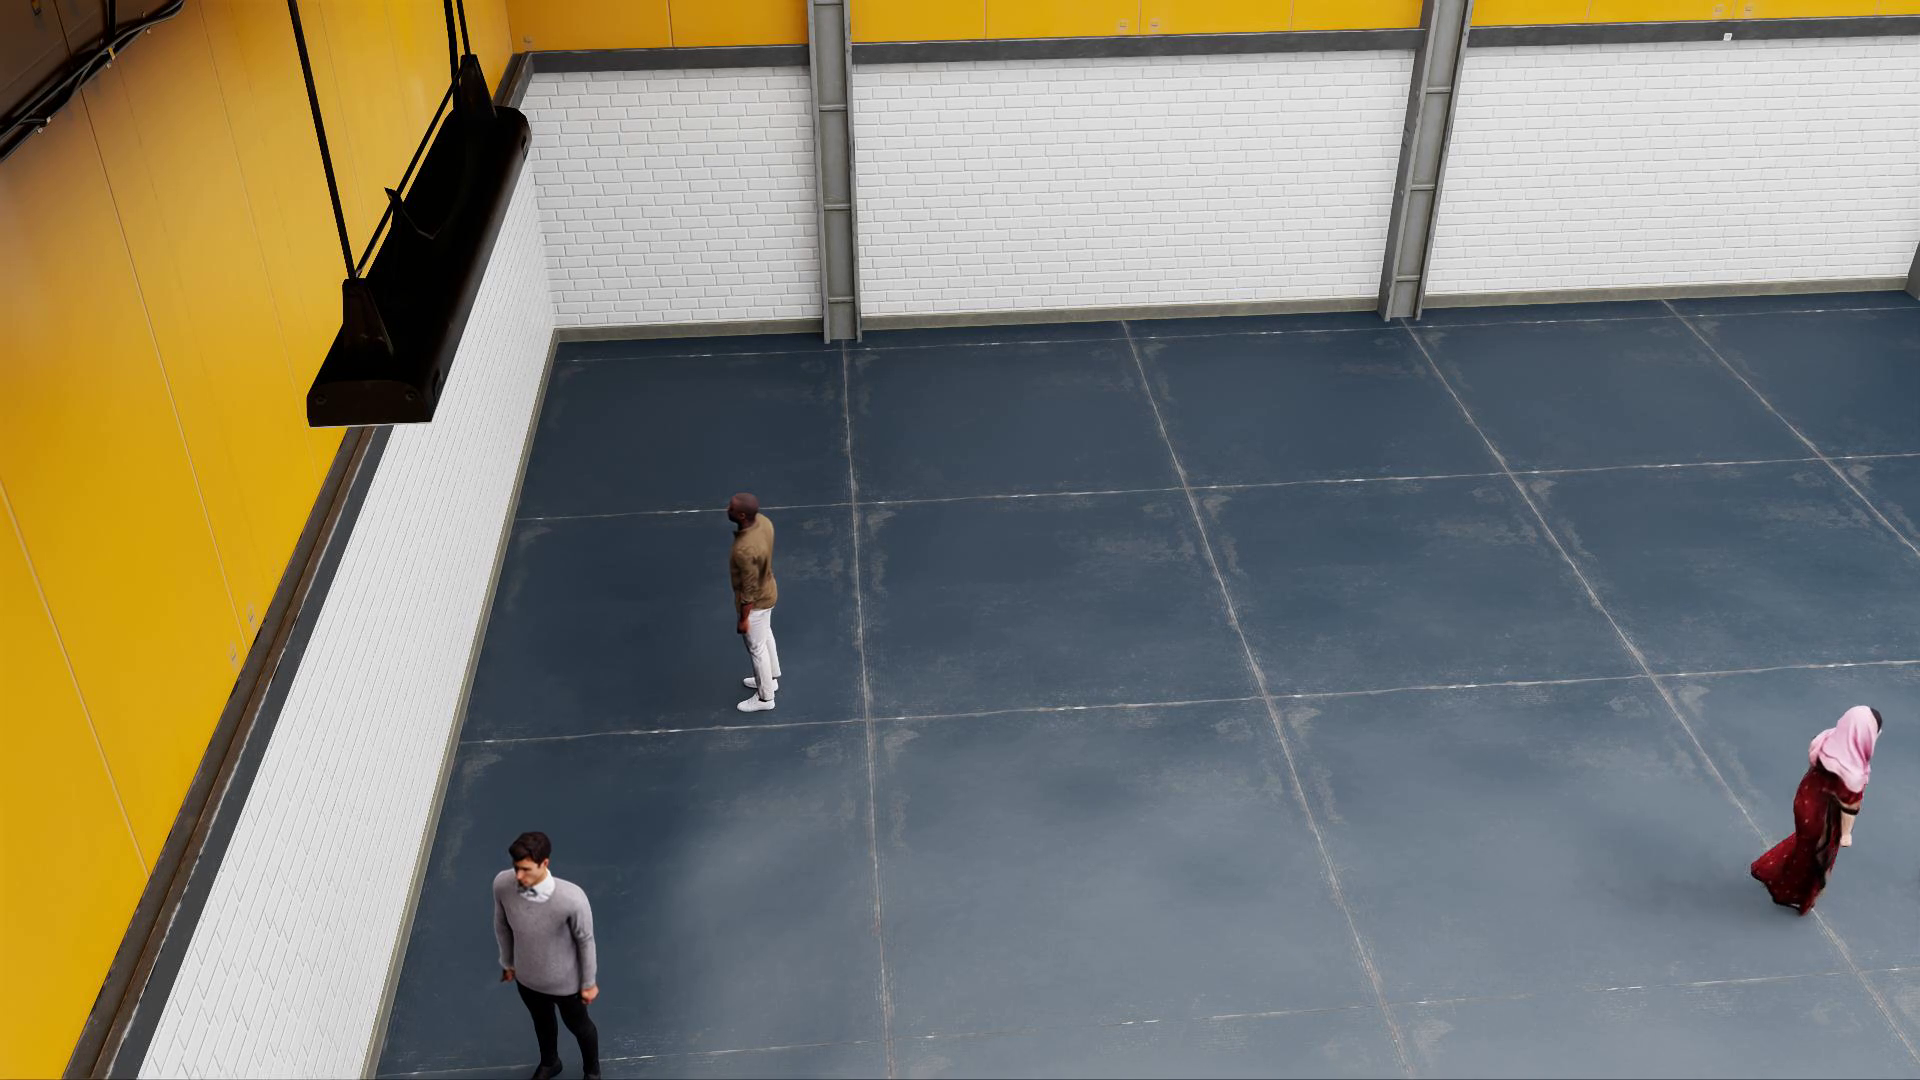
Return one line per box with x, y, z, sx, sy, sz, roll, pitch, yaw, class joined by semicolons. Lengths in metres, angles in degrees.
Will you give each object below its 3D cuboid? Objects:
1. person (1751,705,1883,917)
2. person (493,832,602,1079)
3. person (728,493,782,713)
5.269;1.675;10.313;0.792;1.624;0.740;7;34;10;person
-2.229;2.325;9.065;0.723;1.923;0.885;10;35;14;person
-1.484;0.429;12.006;0.640;1.825;0.754;3;34;4;person
